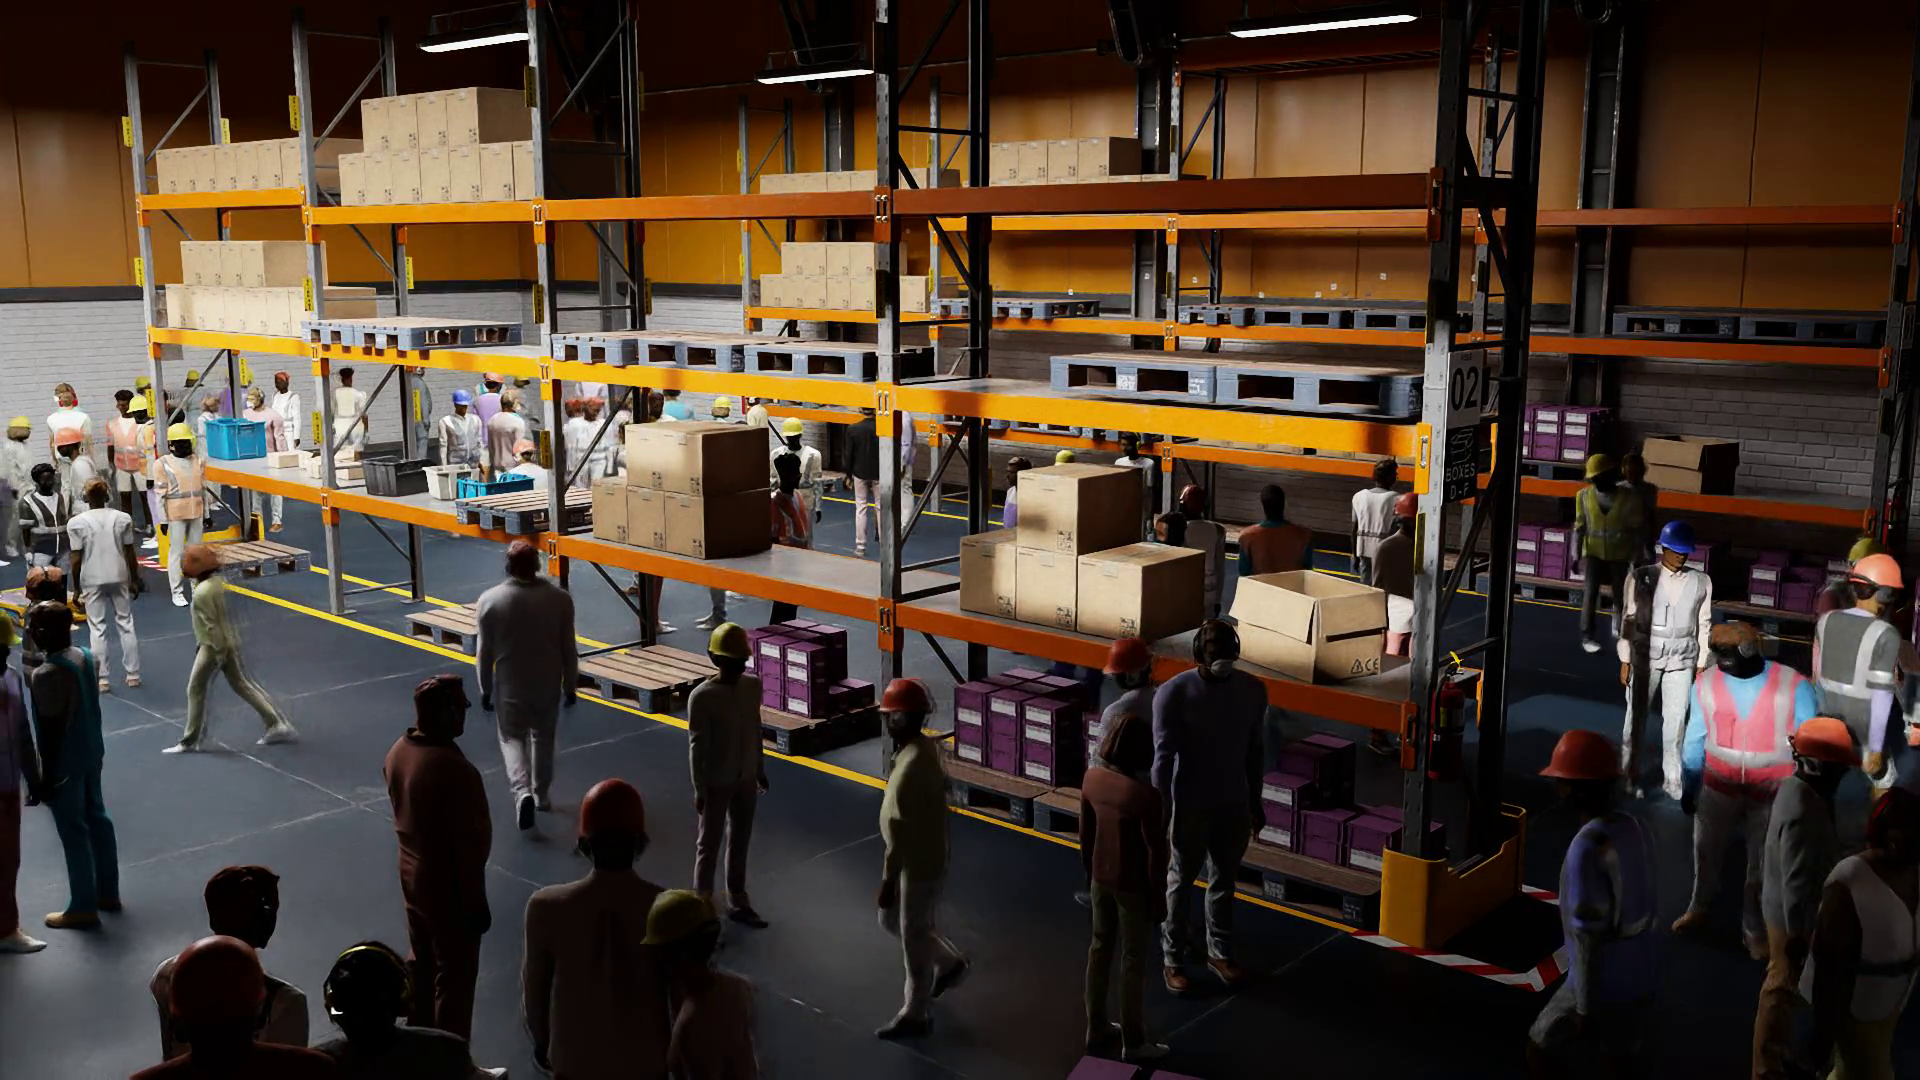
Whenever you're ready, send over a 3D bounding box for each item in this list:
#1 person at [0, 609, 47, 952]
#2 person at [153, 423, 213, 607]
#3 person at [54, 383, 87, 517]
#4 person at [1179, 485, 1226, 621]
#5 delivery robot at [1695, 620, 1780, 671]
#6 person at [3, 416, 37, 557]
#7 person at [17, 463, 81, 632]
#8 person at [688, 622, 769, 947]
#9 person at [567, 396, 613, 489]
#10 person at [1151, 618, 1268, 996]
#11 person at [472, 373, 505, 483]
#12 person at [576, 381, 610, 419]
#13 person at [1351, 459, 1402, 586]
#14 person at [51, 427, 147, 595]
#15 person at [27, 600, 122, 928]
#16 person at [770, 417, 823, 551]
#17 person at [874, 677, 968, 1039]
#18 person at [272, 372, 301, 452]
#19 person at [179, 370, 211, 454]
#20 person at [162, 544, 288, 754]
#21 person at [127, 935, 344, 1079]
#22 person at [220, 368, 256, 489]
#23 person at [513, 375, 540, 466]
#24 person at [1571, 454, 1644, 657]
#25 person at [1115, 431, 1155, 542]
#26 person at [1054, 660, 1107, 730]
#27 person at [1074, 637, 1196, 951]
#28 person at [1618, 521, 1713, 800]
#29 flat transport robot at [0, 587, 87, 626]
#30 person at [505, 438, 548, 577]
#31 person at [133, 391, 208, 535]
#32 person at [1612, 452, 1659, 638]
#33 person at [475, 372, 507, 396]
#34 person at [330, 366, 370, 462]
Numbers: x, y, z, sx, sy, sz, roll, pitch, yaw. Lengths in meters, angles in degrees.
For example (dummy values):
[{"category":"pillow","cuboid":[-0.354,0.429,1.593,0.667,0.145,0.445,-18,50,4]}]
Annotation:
[{"category":"person","cuboid":[-5.098,1.286,8.781,0.415,1.909,0.624,1,10,4]},{"category":"person","cuboid":[-8.179,-0.275,17.553,0.354,1.930,0.594,6,12,30]},{"category":"person","cuboid":[-12.031,-1.166,22.572,0.631,1.938,0.362,8,13,39]},{"category":"person","cuboid":[1.865,0.492,13.359,0.574,1.883,0.361,-4,11,-23]},{"category":"delivery robot","cuboid":[6.681,0.936,14.332,0.707,0.478,0.477,-3,10,-16]},{"category":"person","cuboid":[-11.442,-0.639,20.217,0.519,1.711,0.565,0,10,1]},{"category":"person","cuboid":[-8.835,0.091,16.146,0.322,1.697,0.536,6,12,31]},{"category":"person","cuboid":[-1.244,1.308,9.069,0.328,1.767,0.530,8,13,39]},{"category":"person","cuboid":[-4.789,-0.955,21.596,0.583,1.862,0.561,0,10,0]},{"category":"person","cuboid":[1.265,1.335,8.431,0.635,1.937,0.353,-3,11,-18]},{"category":"person","cuboid":[-6.632,-1.412,23.740,0.620,2.029,0.451,1,10,4]},{"category":"person","cuboid":[-6.116,-2.058,27.702,0.573,1.907,0.529,0,10,0]},{"category":"person","cuboid":[3.833,0.178,15.232,0.564,1.847,0.397,10,14,43]},{"category":"person","cuboid":[-9.242,-0.295,17.863,0.847,1.887,0.564,-5,11,-24]},{"category":"person","cuboid":[-4.948,1.237,9.256,0.328,1.842,0.516,1,10,4]},{"category":"person","cuboid":[-1.797,-0.395,18.280,0.588,1.922,0.393,1,10,8]},{"category":"person","cuboid":[-0.226,1.517,7.992,0.470,1.731,0.543,-2,10,-10]},{"category":"person","cuboid":[-10.239,-1.618,25.318,0.568,1.878,0.351,6,12,32]},{"category":"person","cuboid":[-12.615,-1.940,27.498,0.484,1.744,0.295,-7,12,-34]},{"category":"person","cuboid":[-5.523,0.803,12.441,0.854,1.596,0.503,-2,10,-9]},{"category":"person","cuboid":[-1.933,2.008,4.460,0.613,1.997,0.374,-4,11,-24]},{"category":"person","cuboid":[-11.240,-1.741,25.984,0.638,1.877,0.510,2,10,12]},{"category":"person","cuboid":[-7.319,-2.010,27.960,0.563,1.711,0.569,1,10,4]},{"category":"person","cuboid":[5.976,0.138,15.337,0.619,1.889,0.457,6,12,30]},{"category":"person","cuboid":[1.835,-0.248,17.631,0.525,1.856,0.344,8,13,37]},{"category":"person","cuboid":[0.972,0.481,12.974,0.540,2.000,0.703,7,12,34]},{"category":"person","cuboid":[0.963,1.355,9.037,0.590,1.695,0.925,-10,14,-44]},{"category":"person","cuboid":[4.811,0.818,11.361,0.604,1.939,0.416,1,10,5]},{"category":"flat transport robot","cuboid":[-9.428,0.663,16.939,1.431,0.197,0.652,7,12,37]},{"category":"person","cuboid":[-4.654,-0.226,17.874,0.576,1.721,0.451,-9,13,-41]},{"category":"person","cuboid":[-10.435,-1.031,21.903,0.604,1.918,1.013,5,11,25]},{"category":"person","cuboid":[6.427,0.065,15.947,0.537,1.839,0.413,-1,10,-5]},{"category":"person","cuboid":[-7.700,-1.963,27.385,0.503,1.837,0.347,-2,10,-11]},{"category":"person","cuboid":[-9.397,-1.697,25.560,0.621,1.940,0.695,-2,10,-9]}]
